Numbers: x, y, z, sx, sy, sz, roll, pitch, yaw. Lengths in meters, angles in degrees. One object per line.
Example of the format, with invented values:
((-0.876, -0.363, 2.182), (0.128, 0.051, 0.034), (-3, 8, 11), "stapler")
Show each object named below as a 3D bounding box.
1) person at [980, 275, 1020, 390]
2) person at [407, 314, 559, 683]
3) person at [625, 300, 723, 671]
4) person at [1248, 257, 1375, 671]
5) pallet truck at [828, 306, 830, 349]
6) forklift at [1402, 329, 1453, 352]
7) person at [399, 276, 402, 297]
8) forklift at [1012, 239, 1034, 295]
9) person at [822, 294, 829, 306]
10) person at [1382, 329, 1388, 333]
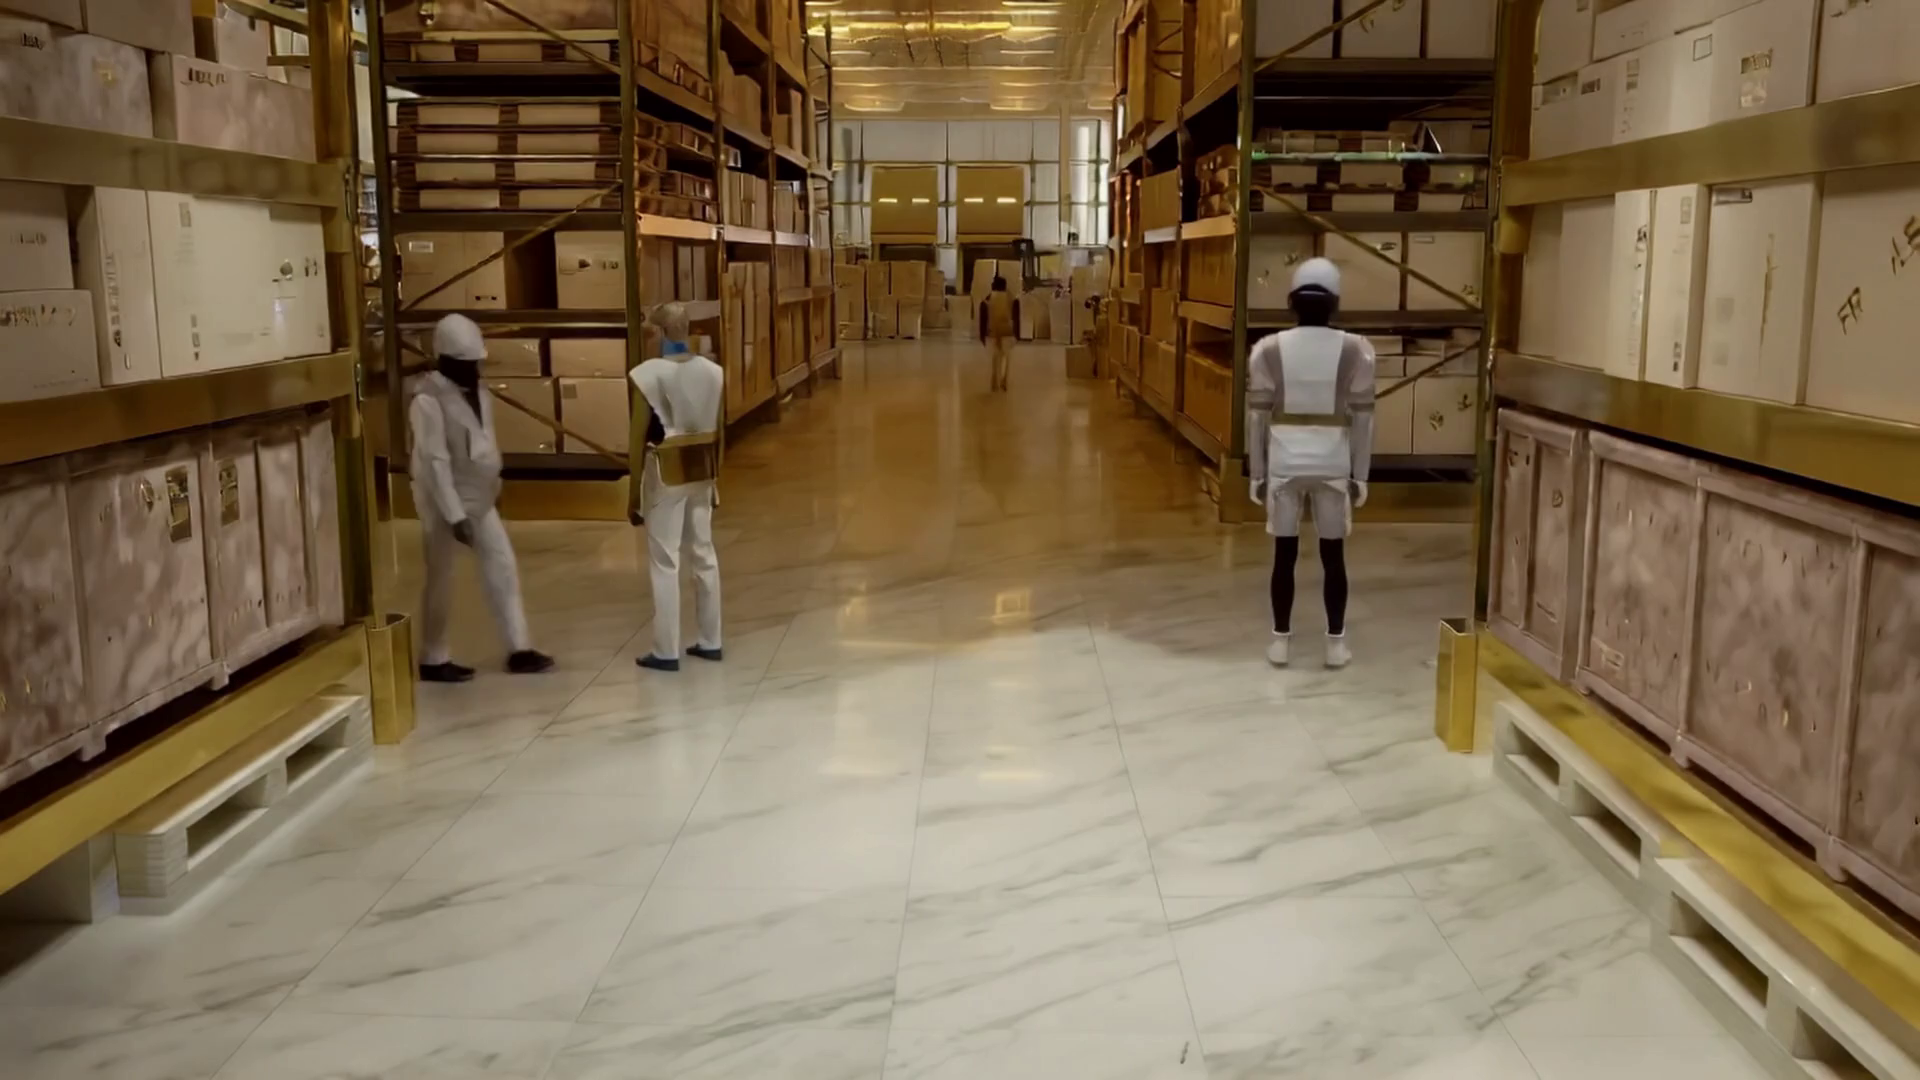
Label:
((0.623, -3.254, 26.200), (0.641, 1.824, 0.544), (1, 10, 4), "person")
((-2.306, -0.174, 7.908), (0.730, 1.785, 0.615), (3, 10, 16), "person")
((-1.395, -0.265, 8.279), (0.381, 1.836, 0.564), (9, 13, 42), "person")
((1.734, -0.367, 8.261), (0.608, 2.045, 0.392), (3, 10, 15), "person")
((-3.100, -3.940, 29.800), (1.885, 1.965, 0.823), (3, 10, 19), "pallet truck")
((10.525, -5.727, 37.864), (1.129, 2.768, 1.873), (-8, 12, -39), "forklift")
((-20.562, -9.231, 61.858), (0.624, 1.872, 0.993), (-8, 12, -40), "person")
((2.148, -8.962, 57.243), (1.873, 2.768, 1.129), (-5, 11, -27), "forklift")
((-2.928, -4.837, 35.185), (0.381, 1.994, 0.615), (9, 13, 44), "person")
((9.233, -5.082, 36.963), (0.954, 1.901, 0.543), (3, 10, 15), "person")
